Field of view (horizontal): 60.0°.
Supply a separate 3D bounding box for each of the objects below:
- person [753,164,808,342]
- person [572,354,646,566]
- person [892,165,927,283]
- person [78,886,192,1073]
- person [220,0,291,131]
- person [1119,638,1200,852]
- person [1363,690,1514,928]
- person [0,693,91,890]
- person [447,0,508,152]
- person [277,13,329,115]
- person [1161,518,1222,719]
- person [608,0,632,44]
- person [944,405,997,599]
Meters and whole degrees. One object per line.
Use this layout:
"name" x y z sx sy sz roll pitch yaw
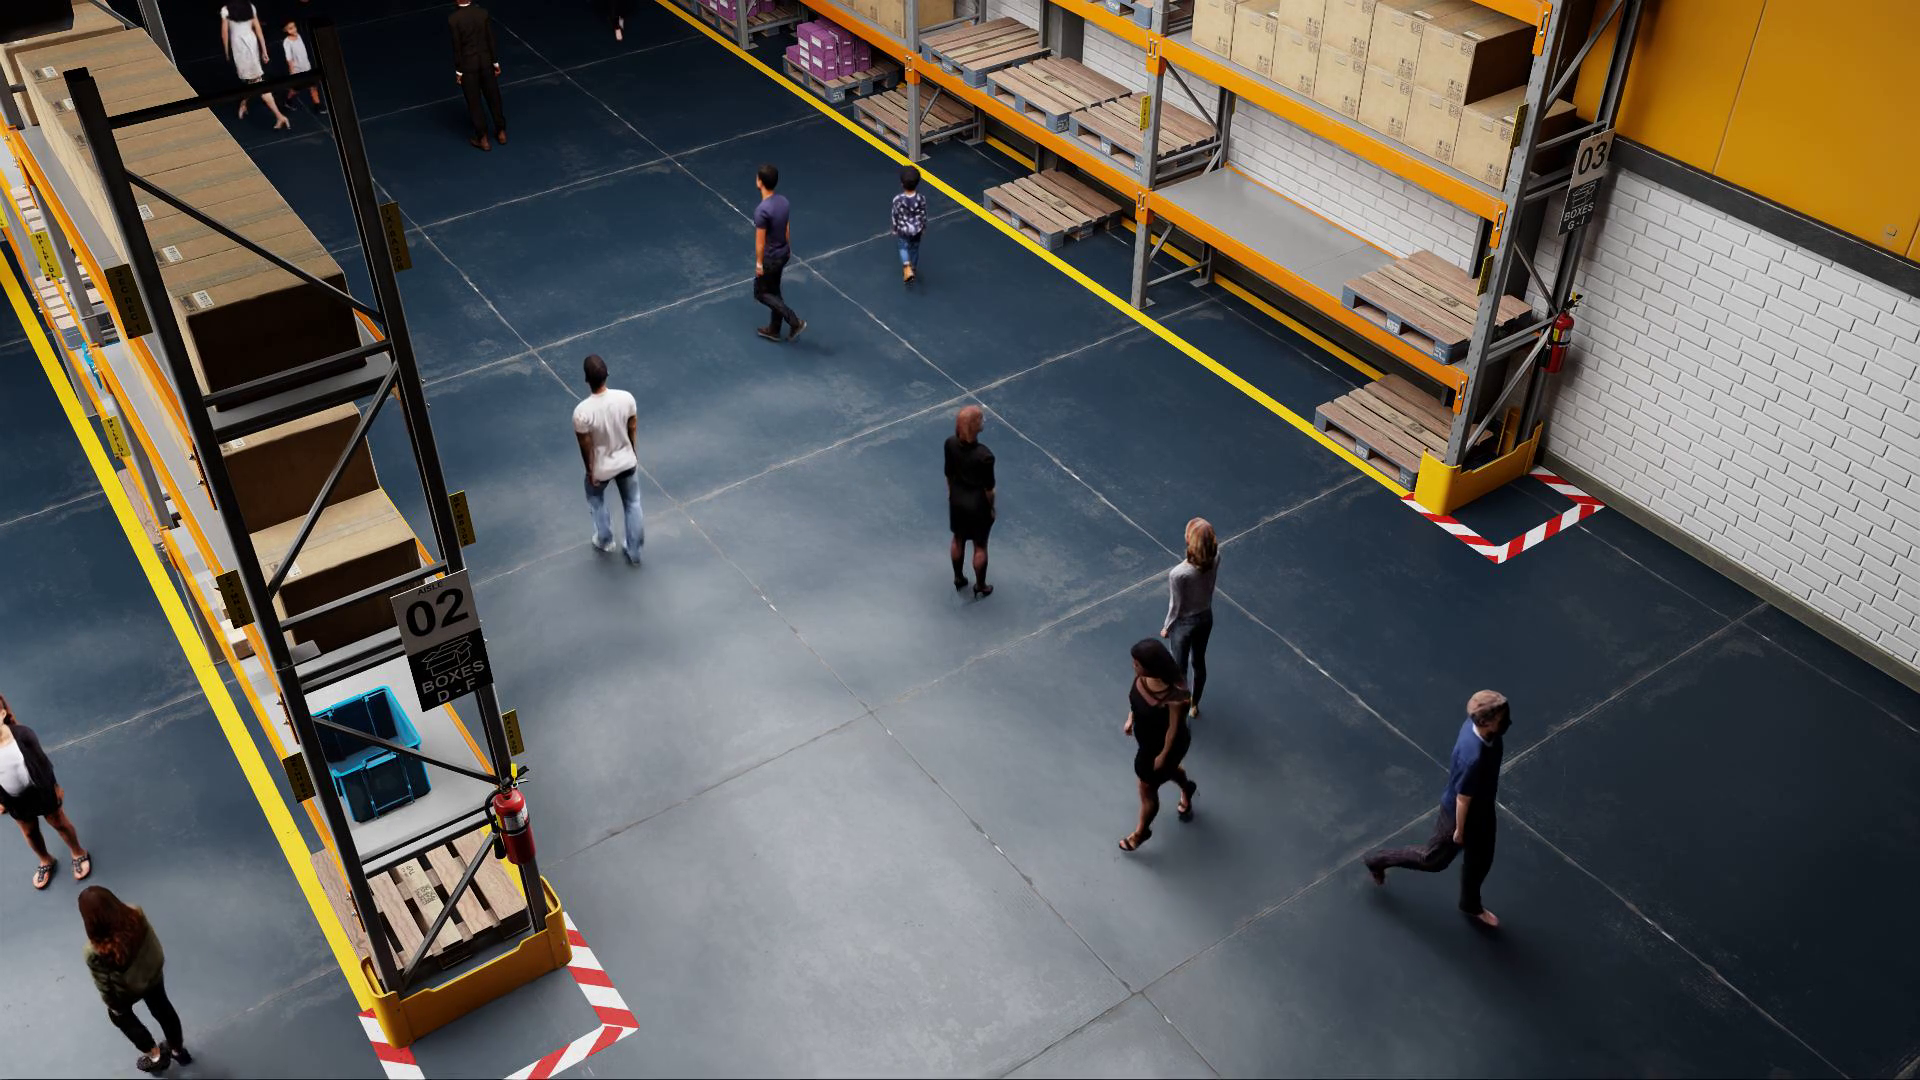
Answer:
"person" -1.673 -2.617 15.509 0.961 1.771 0.875 14 41 17
"person" -2.669 -0.560 12.875 0.712 1.845 0.765 -18 42 -21
"person" -0.499 -3.112 16.551 0.630 1.244 0.719 -7 39 -9
"person" -4.586 2.497 9.350 0.688 1.467 0.673 16 41 19
"person" -8.177 -5.556 19.236 1.125 1.714 0.761 25 45 28
"person" 1.357 1.268 10.732 0.858 1.663 0.932 -17 42 -20
"person" 2.989 1.623 10.143 1.210 1.843 0.934 22 43 25
"person" -5.873 1.553 10.462 0.607 1.555 0.620 -11 40 -14
"person" -5.483 -5.378 18.860 0.690 1.905 0.618 -27 46 -29
"person" -7.888 -5.633 19.710 0.882 1.242 0.776 9 40 11
"person" 1.592 0.569 11.500 0.598 1.797 0.528 -27 46 -29
"person" -4.489 -7.263 21.381 0.631 1.703 0.669 -18 42 -21
"person" 0.076 -0.276 12.633 0.562 1.703 0.712 22 44 26
